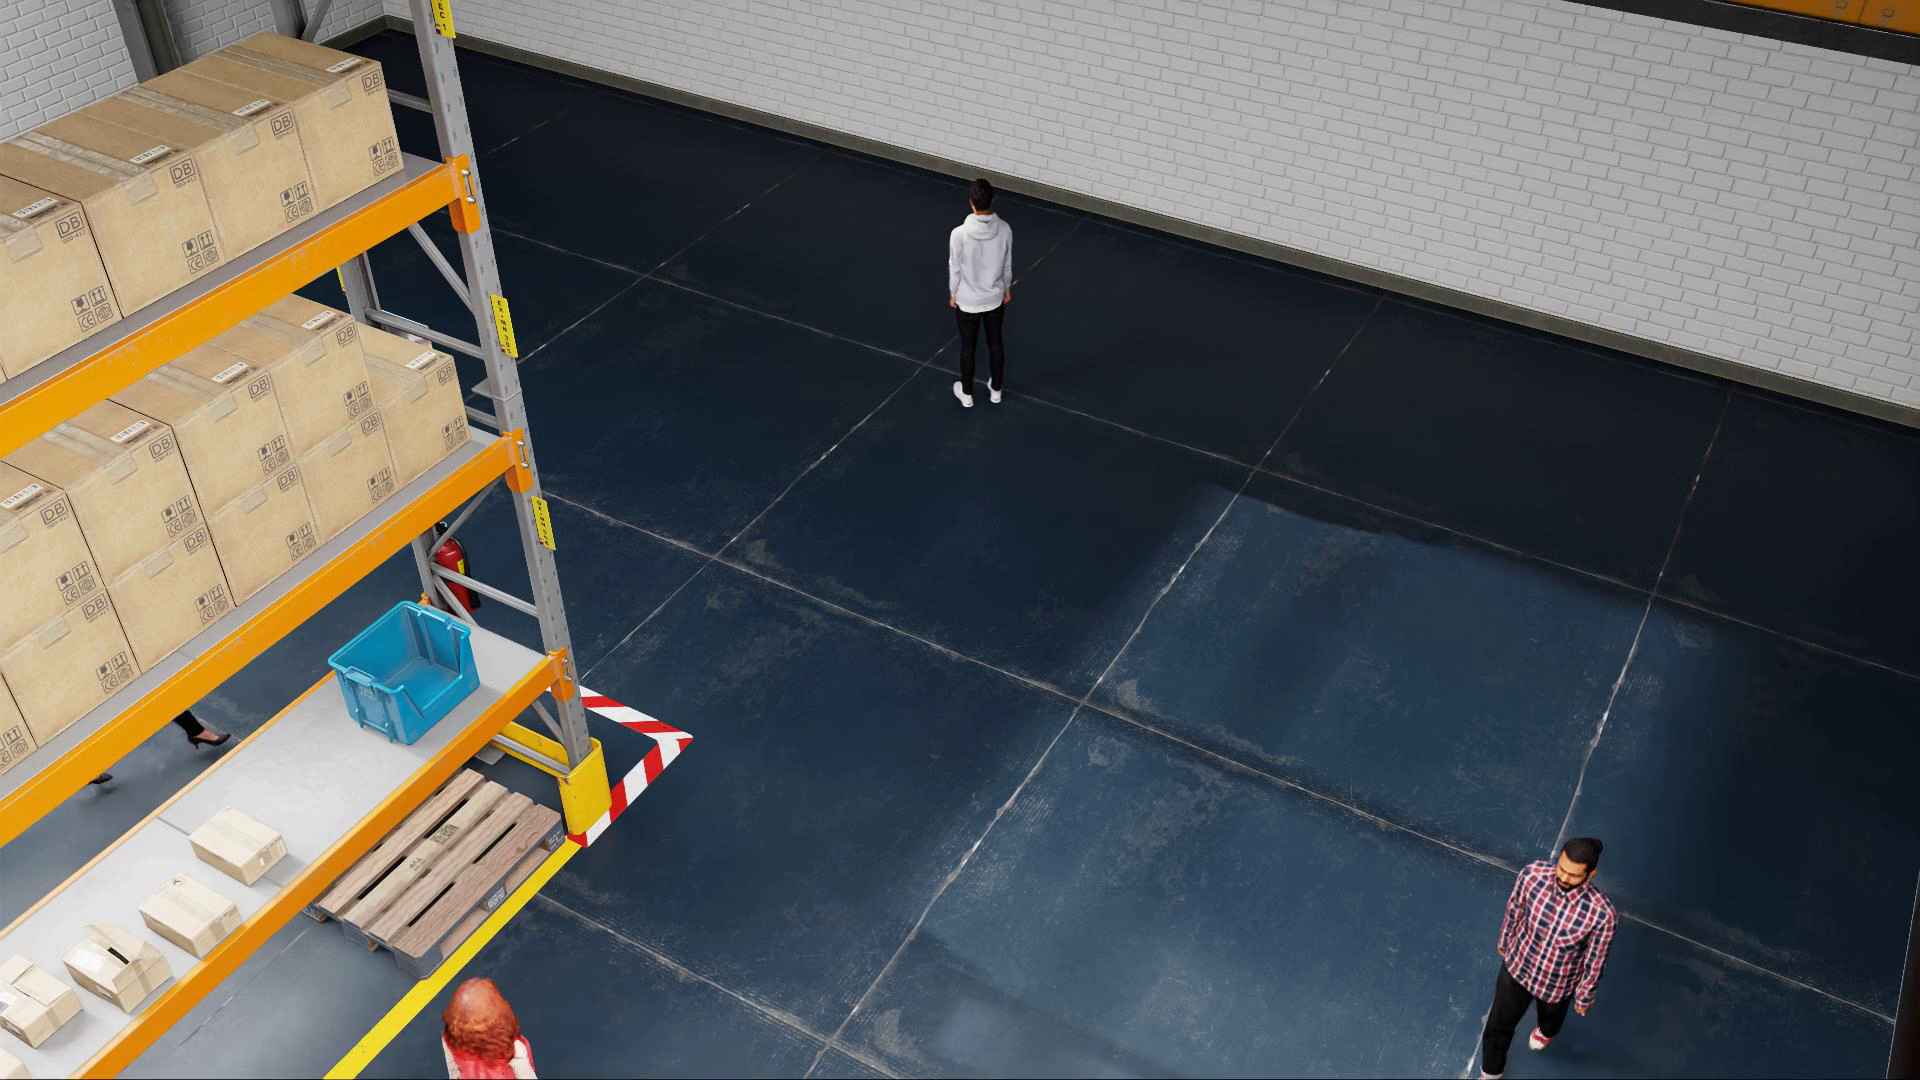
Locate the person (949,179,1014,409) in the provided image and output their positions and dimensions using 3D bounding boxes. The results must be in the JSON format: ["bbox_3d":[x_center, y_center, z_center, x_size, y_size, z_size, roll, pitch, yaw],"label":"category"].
[{"bbox_3d":[0.169,-1.932,13.105,0.748,1.927,0.819,-11,40,-13],"label":"person"}]

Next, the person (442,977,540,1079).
[{"bbox_3d":[-2.073,2.647,7.466,0.735,1.809,0.990,11,40,13],"label":"person"}]

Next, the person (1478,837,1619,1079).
[{"bbox_3d":[2.925,2.078,8.223,0.821,1.752,1.107,27,46,30],"label":"person"}]
